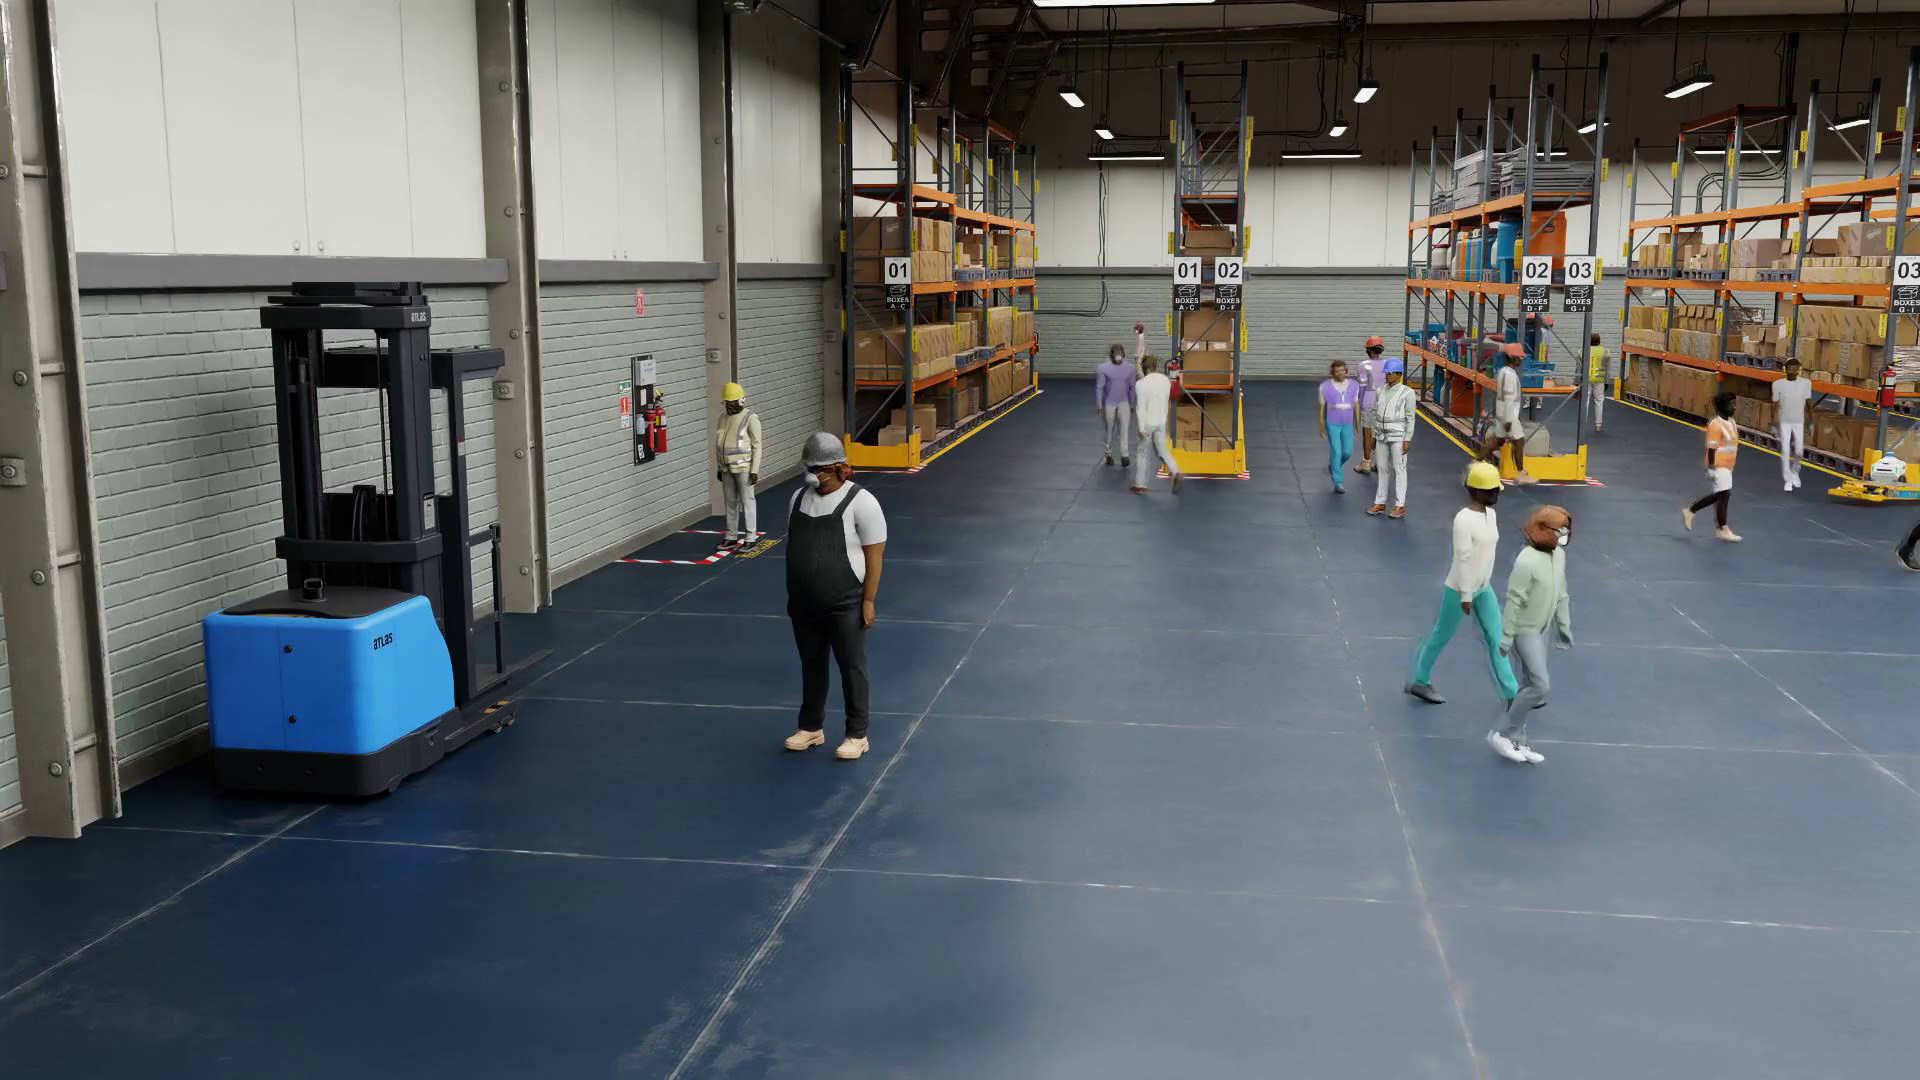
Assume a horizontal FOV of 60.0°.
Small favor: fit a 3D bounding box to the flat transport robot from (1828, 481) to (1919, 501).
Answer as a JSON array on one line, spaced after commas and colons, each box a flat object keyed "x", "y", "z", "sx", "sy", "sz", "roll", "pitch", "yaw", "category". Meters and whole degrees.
[{"x": 12.143, "y": -0.637, "z": 21.734, "sx": 1.431, "sy": 0.197, "sz": 0.652, "roll": -6, "pitch": 14, "yaw": -22, "category": "flat transport robot"}]

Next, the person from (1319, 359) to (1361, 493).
[{"x": 5.169, "y": -1.580, "z": 22.786, "sx": 0.588, "sy": 1.817, "sz": 0.610, "roll": -2, "pitch": 9, "yaw": -10, "category": "person"}]

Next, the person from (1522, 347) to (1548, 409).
[{"x": 12.558, "y": -3.683, "z": 36.315, "sx": 0.522, "sy": 1.640, "sz": 0.306, "roll": 7, "pitch": 12, "yaw": 37, "category": "person"}]

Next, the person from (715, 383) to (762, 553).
[{"x": -2.397, "y": -0.779, "z": 17.839, "sx": 0.593, "sy": 1.823, "sz": 0.403, "roll": 7, "pitch": 11, "yaw": 36, "category": "person"}]

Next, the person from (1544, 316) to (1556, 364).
[{"x": 14.437, "y": -4.636, "z": 41.387, "sx": 0.706, "sy": 1.907, "sz": 0.583, "roll": 7, "pitch": 12, "yaw": 39, "category": "person"}]

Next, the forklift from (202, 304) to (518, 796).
[{"x": -3.673, "y": -0.038, "z": 10.147, "sx": 1.129, "sy": 2.768, "sz": 1.873, "roll": 1, "pitch": 9, "yaw": 9, "category": "forklift"}]

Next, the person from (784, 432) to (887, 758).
[{"x": -0.831, "y": 0.355, "z": 10.304, "sx": 0.688, "sy": 2.000, "sz": 0.536, "roll": 5, "pitch": 11, "yaw": 30, "category": "person"}]

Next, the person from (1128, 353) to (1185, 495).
[{"x": 2.615, "y": -1.538, "z": 22.259, "sx": 0.632, "sy": 1.917, "sz": 0.870, "roll": -6, "pitch": 11, "yaw": -34, "category": "person"}]

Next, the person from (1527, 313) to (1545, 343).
[{"x": 13.900, "y": -4.522, "z": 40.445, "sx": 0.622, "sy": 1.986, "sz": 0.418, "roll": -2, "pitch": 9, "yaw": -13, "category": "person"}]

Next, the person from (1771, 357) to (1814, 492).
[{"x": 11.377, "y": -1.583, "z": 22.740, "sx": 0.566, "sy": 1.839, "sz": 0.462, "roll": 3, "pitch": 10, "yaw": 19, "category": "person"}]

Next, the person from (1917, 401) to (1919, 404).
[{"x": 17.055, "y": -2.557, "z": 29.193, "sx": 0.503, "sy": 1.701, "sz": 0.902, "roll": 1, "pitch": 9, "yaw": 8, "category": "person"}]

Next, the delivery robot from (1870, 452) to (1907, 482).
[{"x": 12.665, "y": -0.956, "z": 22.676, "sx": 0.477, "sy": 0.478, "sz": 0.707, "roll": 7, "pitch": 11, "yaw": 37, "category": "delivery robot"}]

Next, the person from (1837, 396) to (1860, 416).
[{"x": 16.743, "y": -2.865, "z": 31.335, "sx": 0.524, "sy": 1.615, "sz": 0.433, "roll": 0, "pitch": 9, "yaw": 2, "category": "person"}]

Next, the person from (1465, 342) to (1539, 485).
[{"x": 7.703, "y": -1.793, "z": 23.524, "sx": 0.971, "sy": 2.012, "sz": 0.616, "roll": 1, "pitch": 9, "yaw": 6, "category": "person"}]

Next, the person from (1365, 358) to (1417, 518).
[{"x": 5.300, "y": -1.260, "z": 20.421, "sx": 0.384, "sy": 1.949, "sz": 0.603, "roll": -7, "pitch": 12, "yaw": -38, "category": "person"}]

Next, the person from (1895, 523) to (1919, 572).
[{"x": 9.698, "y": -0.584, "z": 16.335, "sx": 0.616, "sy": 1.928, "sz": 0.976, "roll": -3, "pitch": 10, "yaw": -16, "category": "person"}]

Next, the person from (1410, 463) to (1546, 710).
[{"x": 3.532, "y": 0.320, "z": 11.405, "sx": 0.526, "sy": 1.708, "sz": 0.941, "roll": -9, "pitch": 13, "yaw": -44, "category": "person"}]

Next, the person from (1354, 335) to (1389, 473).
[{"x": 6.169, "y": -2.034, "z": 24.900, "sx": 0.614, "sy": 2.043, "sz": 0.373, "roll": -4, "pitch": 10, "yaw": -23, "category": "person"}]

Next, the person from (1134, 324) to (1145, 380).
[{"x": 4.790, "y": -4.942, "z": 44.204, "sx": 0.346, "sy": 1.620, "sz": 0.555, "roll": 1, "pitch": 9, "yaw": 7, "category": "person"}]

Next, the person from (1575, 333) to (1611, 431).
[{"x": 11.889, "y": -2.968, "z": 31.286, "sx": 0.626, "sy": 1.844, "sz": 0.429, "roll": 2, "pitch": 9, "yaw": 12, "category": "person"}]

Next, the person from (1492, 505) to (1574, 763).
[{"x": 3.500, "y": 0.576, "z": 10.139, "sx": 0.391, "sy": 1.611, "sz": 0.507, "roll": 9, "pitch": 13, "yaw": 43, "category": "person"}]

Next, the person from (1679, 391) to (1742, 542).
[{"x": 8.464, "y": -0.840, "z": 18.659, "sx": 0.677, "sy": 1.672, "sz": 0.536, "roll": 9, "pitch": 13, "yaw": 43, "category": "person"}]

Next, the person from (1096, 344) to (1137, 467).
[{"x": 2.409, "y": -2.076, "z": 25.666, "sx": 0.651, "sy": 1.878, "sz": 1.032, "roll": -1, "pitch": 9, "yaw": -4, "category": "person"}]
